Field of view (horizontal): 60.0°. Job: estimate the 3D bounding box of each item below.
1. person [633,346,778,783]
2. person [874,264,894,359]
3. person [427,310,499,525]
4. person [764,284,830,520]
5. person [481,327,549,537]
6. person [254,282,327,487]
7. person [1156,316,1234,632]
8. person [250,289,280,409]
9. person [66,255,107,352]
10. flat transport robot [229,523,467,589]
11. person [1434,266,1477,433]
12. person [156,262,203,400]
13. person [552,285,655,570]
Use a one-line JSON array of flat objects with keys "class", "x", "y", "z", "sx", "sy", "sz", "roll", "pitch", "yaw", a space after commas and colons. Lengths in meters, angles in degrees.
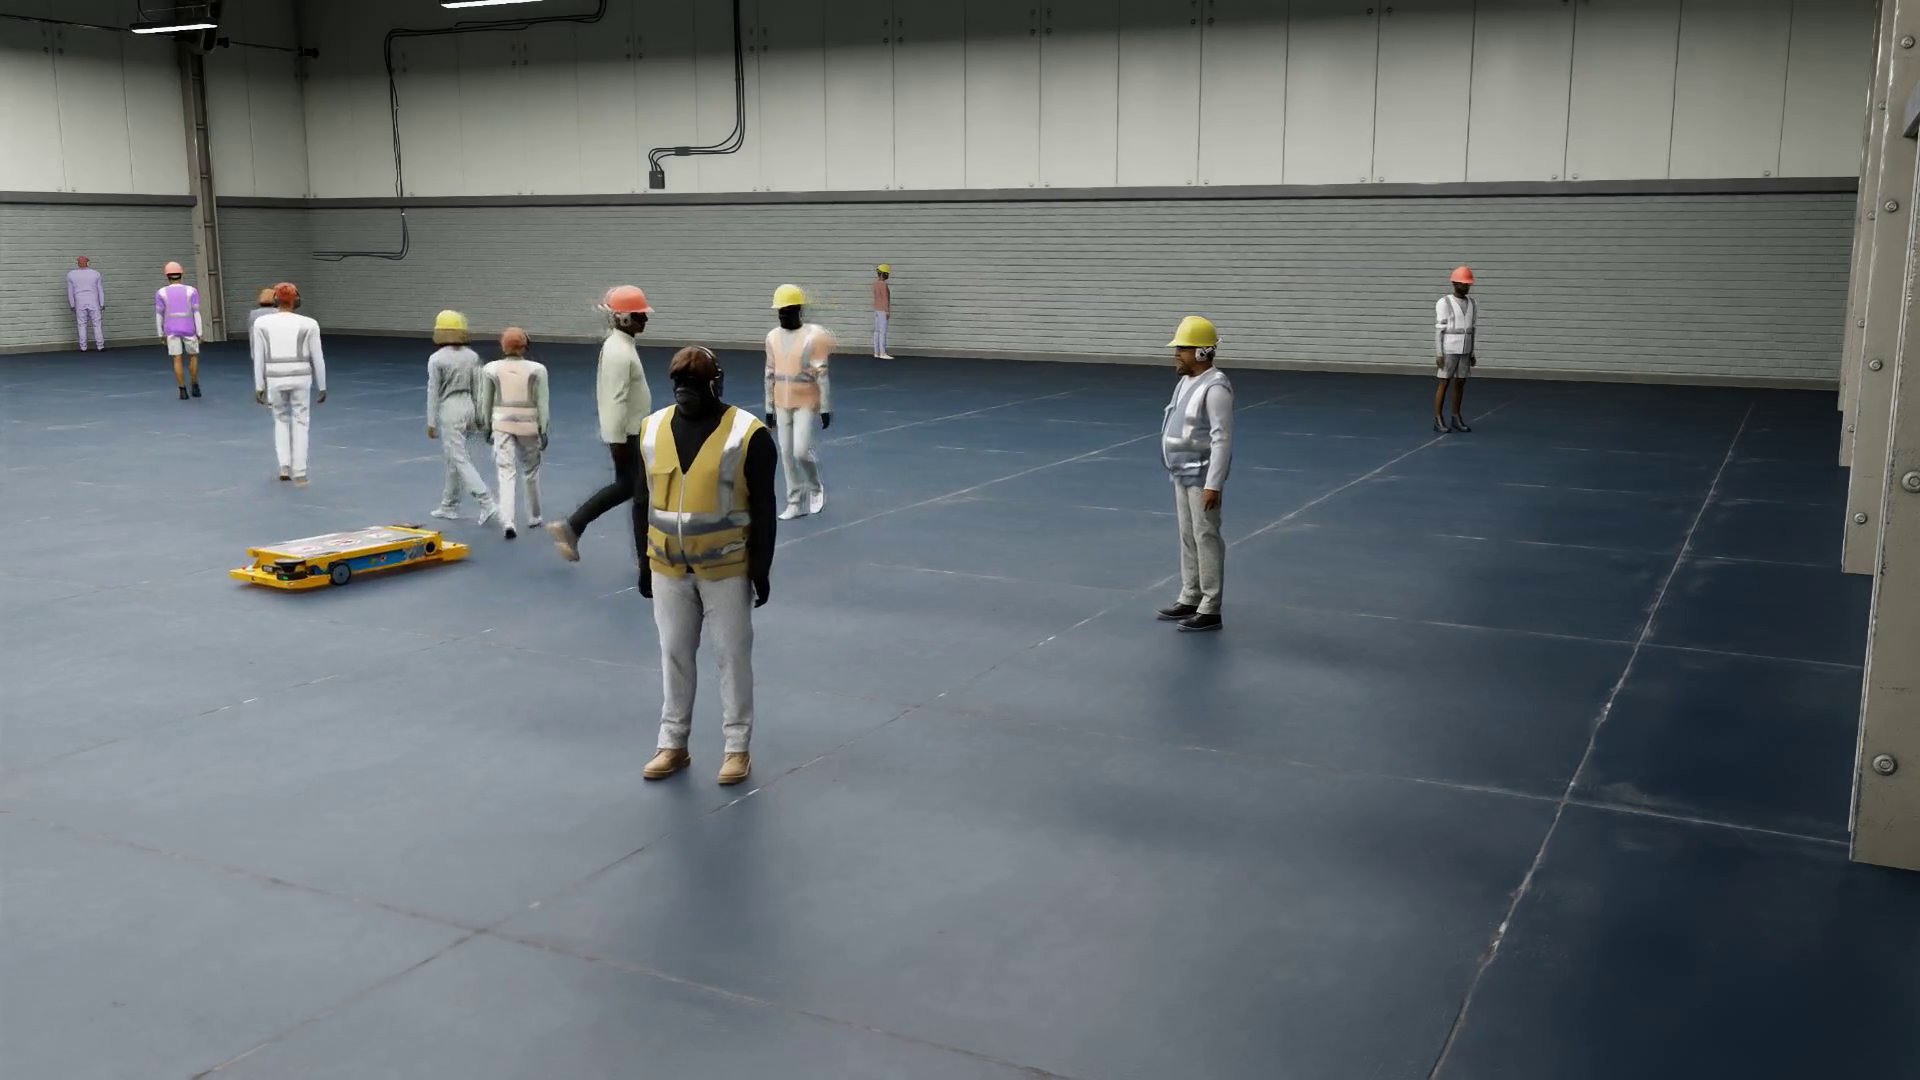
[{"class": "person", "x": -1.082, "y": 0.109, "z": 6.995, "sx": 0.624, "sy": 1.845, "sz": 0.430, "roll": 3, "pitch": 11, "yaw": 14}, {"class": "person", "x": -1.432, "y": -4.246, "z": 30.960, "sx": 0.316, "sy": 1.765, "sz": 0.523, "roll": -5, "pitch": 11, "yaw": -25}, {"class": "person", "x": -3.992, "y": -0.980, "z": 13.292, "sx": 0.837, "sy": 1.713, "sz": 0.495, "roll": 6, "pitch": 12, "yaw": 31}, {"class": "person", "x": -1.333, "y": -1.103, "z": 13.413, "sx": 0.605, "sy": 1.906, "sz": 0.426, "roll": 6, "pitch": 12, "yaw": 29}, {"class": "person", "x": -3.425, "y": -0.837, "z": 12.805, "sx": 0.524, "sy": 1.599, "sz": 0.846, "roll": -1, "pitch": 10, "yaw": -7}, {"class": "person", "x": -6.142, "y": -1.426, "z": 15.295, "sx": 0.603, "sy": 1.863, "sz": 0.502, "roll": -2, "pitch": 11, "yaw": -9}, {"class": "person", "x": 1.374, "y": -0.384, "z": 9.703, "sx": 0.404, "sy": 1.832, "sz": 0.592, "roll": -2, "pitch": 11, "yaw": -12}, {"class": "person", "x": -9.160, "y": -2.544, "z": 22.149, "sx": 0.528, "sy": 1.587, "sz": 0.853, "roll": -1, "pitch": 10, "yaw": -3}, {"class": "person", "x": -17.196, "y": -4.651, "z": 32.772, "sx": 0.642, "sy": 1.909, "sz": 0.410, "roll": -4, "pitch": 11, "yaw": -22}, {"class": "flat transport robot", "x": -4.153, "y": 0.095, "z": 11.355, "sx": 0.652, "sy": 0.197, "sz": 1.431, "roll": 7, "pitch": 12, "yaw": 33}, {"class": "person", "x": 5.796, "y": -2.210, "z": 19.383, "sx": 0.551, "sy": 1.933, "sz": 0.377, "roll": -4, "pitch": 11, "yaw": -22}, {"class": "person", "x": -11.000, "y": -2.949, "z": 23.447, "sx": 0.575, "sy": 1.916, "sz": 0.735, "roll": -4, "pitch": 11, "yaw": -23}, {"class": "person", "x": -2.357, "y": -0.750, "z": 11.336, "sx": 0.779, "sy": 1.966, "sz": 0.613, "roll": -3, "pitch": 11, "yaw": -15}]
